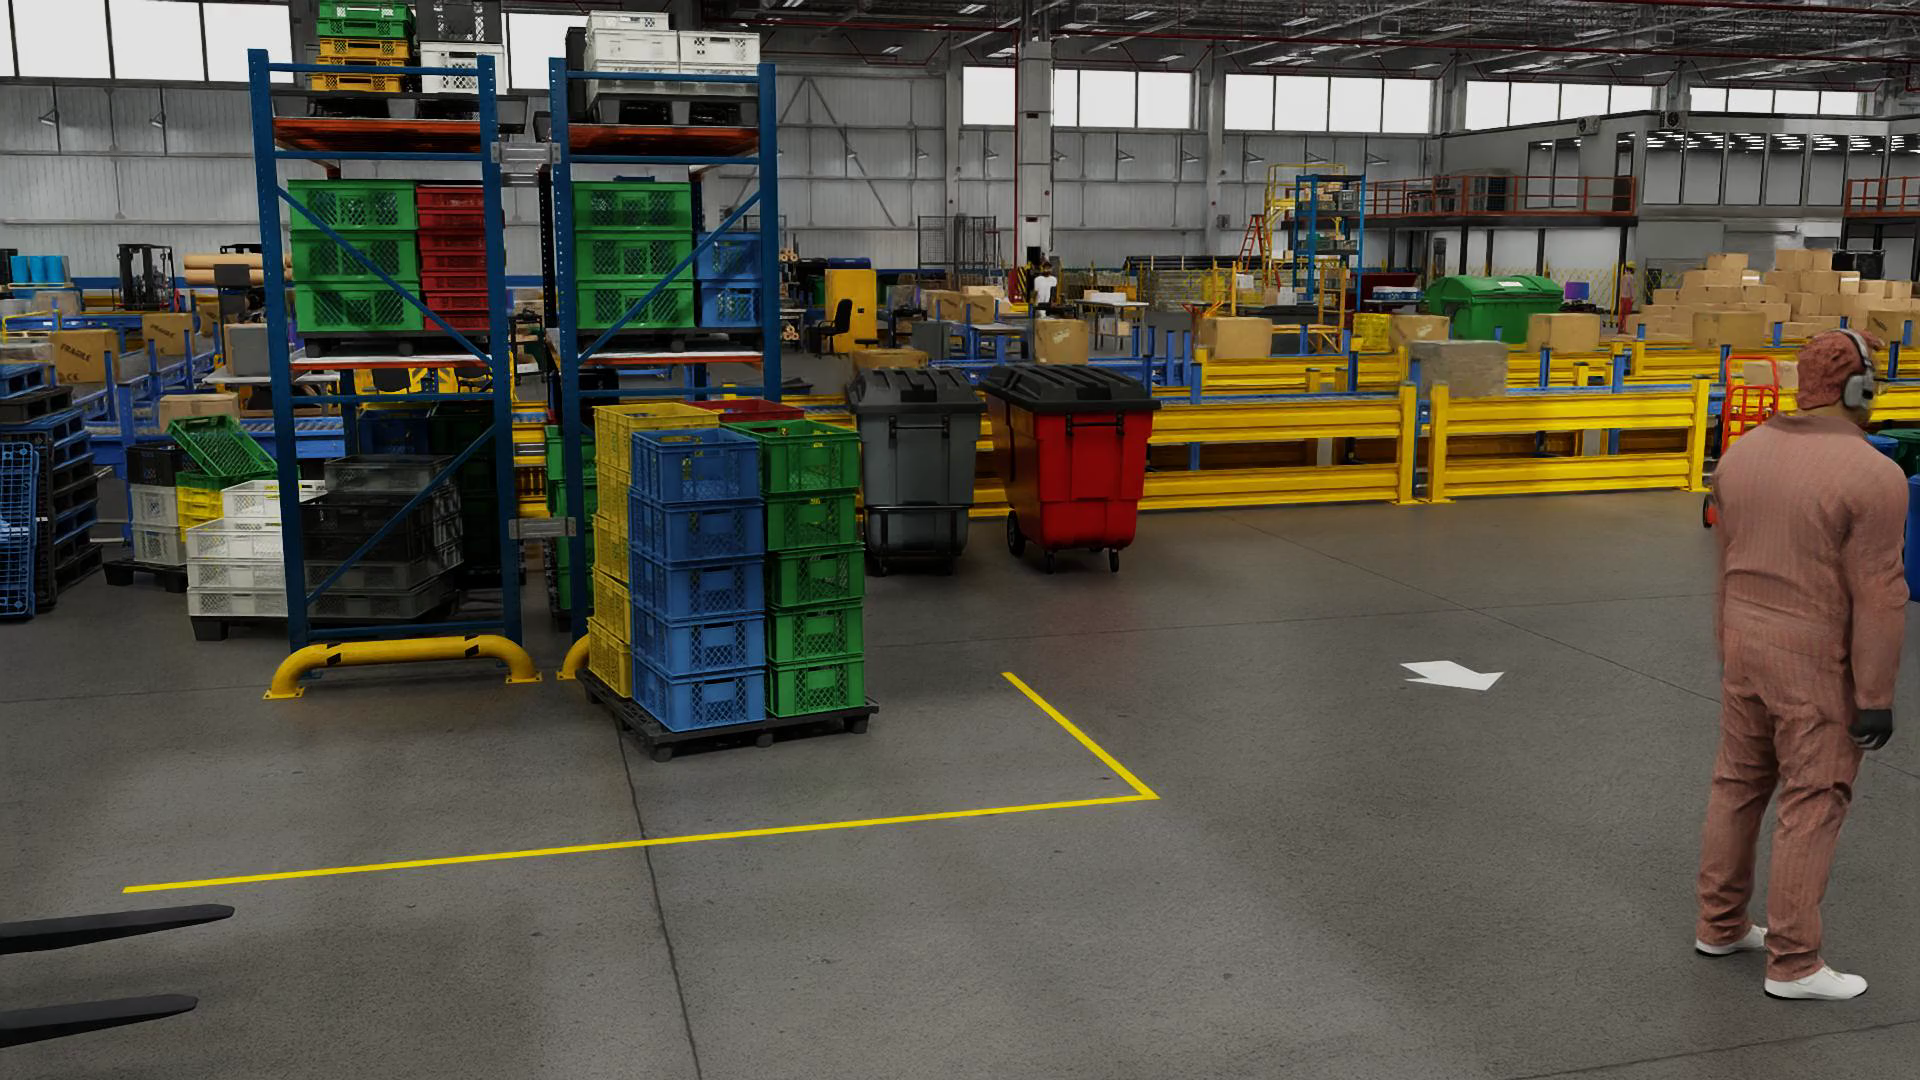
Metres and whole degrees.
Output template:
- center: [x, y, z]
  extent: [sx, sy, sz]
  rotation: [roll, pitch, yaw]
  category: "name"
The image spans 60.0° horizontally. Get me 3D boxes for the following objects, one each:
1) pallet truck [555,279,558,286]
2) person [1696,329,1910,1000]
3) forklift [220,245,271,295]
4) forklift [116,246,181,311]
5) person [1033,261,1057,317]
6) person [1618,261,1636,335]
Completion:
- center: [-10.604, -6.375, 44.520]
  extent: [0.653, 1.274, 1.630]
  rotation: [-3, 10, -15]
  category: "pallet truck"
- center: [2.427, 0.352, 4.755]
  extent: [0.396, 1.900, 0.637]
  rotation: [-3, 10, -17]
  category: "person"
- center: [-17.749, -6.334, 41.440]
  extent: [1.157, 1.987, 2.680]
  rotation: [-3, 10, -17]
  category: "forklift"
- center: [-19.966, -6.232, 40.894]
  extent: [1.157, 1.987, 2.680]
  rotation: [-3, 10, -15]
  category: "forklift"
- center: [1.753, -4.850, 34.410]
  extent: [0.528, 1.836, 0.853]
  rotation: [-3, 10, -15]
  category: "person"
- center: [16.056, -5.803, 39.975]
  extent: [0.312, 1.768, 0.524]
  rotation: [-1, 10, -8]
  category: "person"
